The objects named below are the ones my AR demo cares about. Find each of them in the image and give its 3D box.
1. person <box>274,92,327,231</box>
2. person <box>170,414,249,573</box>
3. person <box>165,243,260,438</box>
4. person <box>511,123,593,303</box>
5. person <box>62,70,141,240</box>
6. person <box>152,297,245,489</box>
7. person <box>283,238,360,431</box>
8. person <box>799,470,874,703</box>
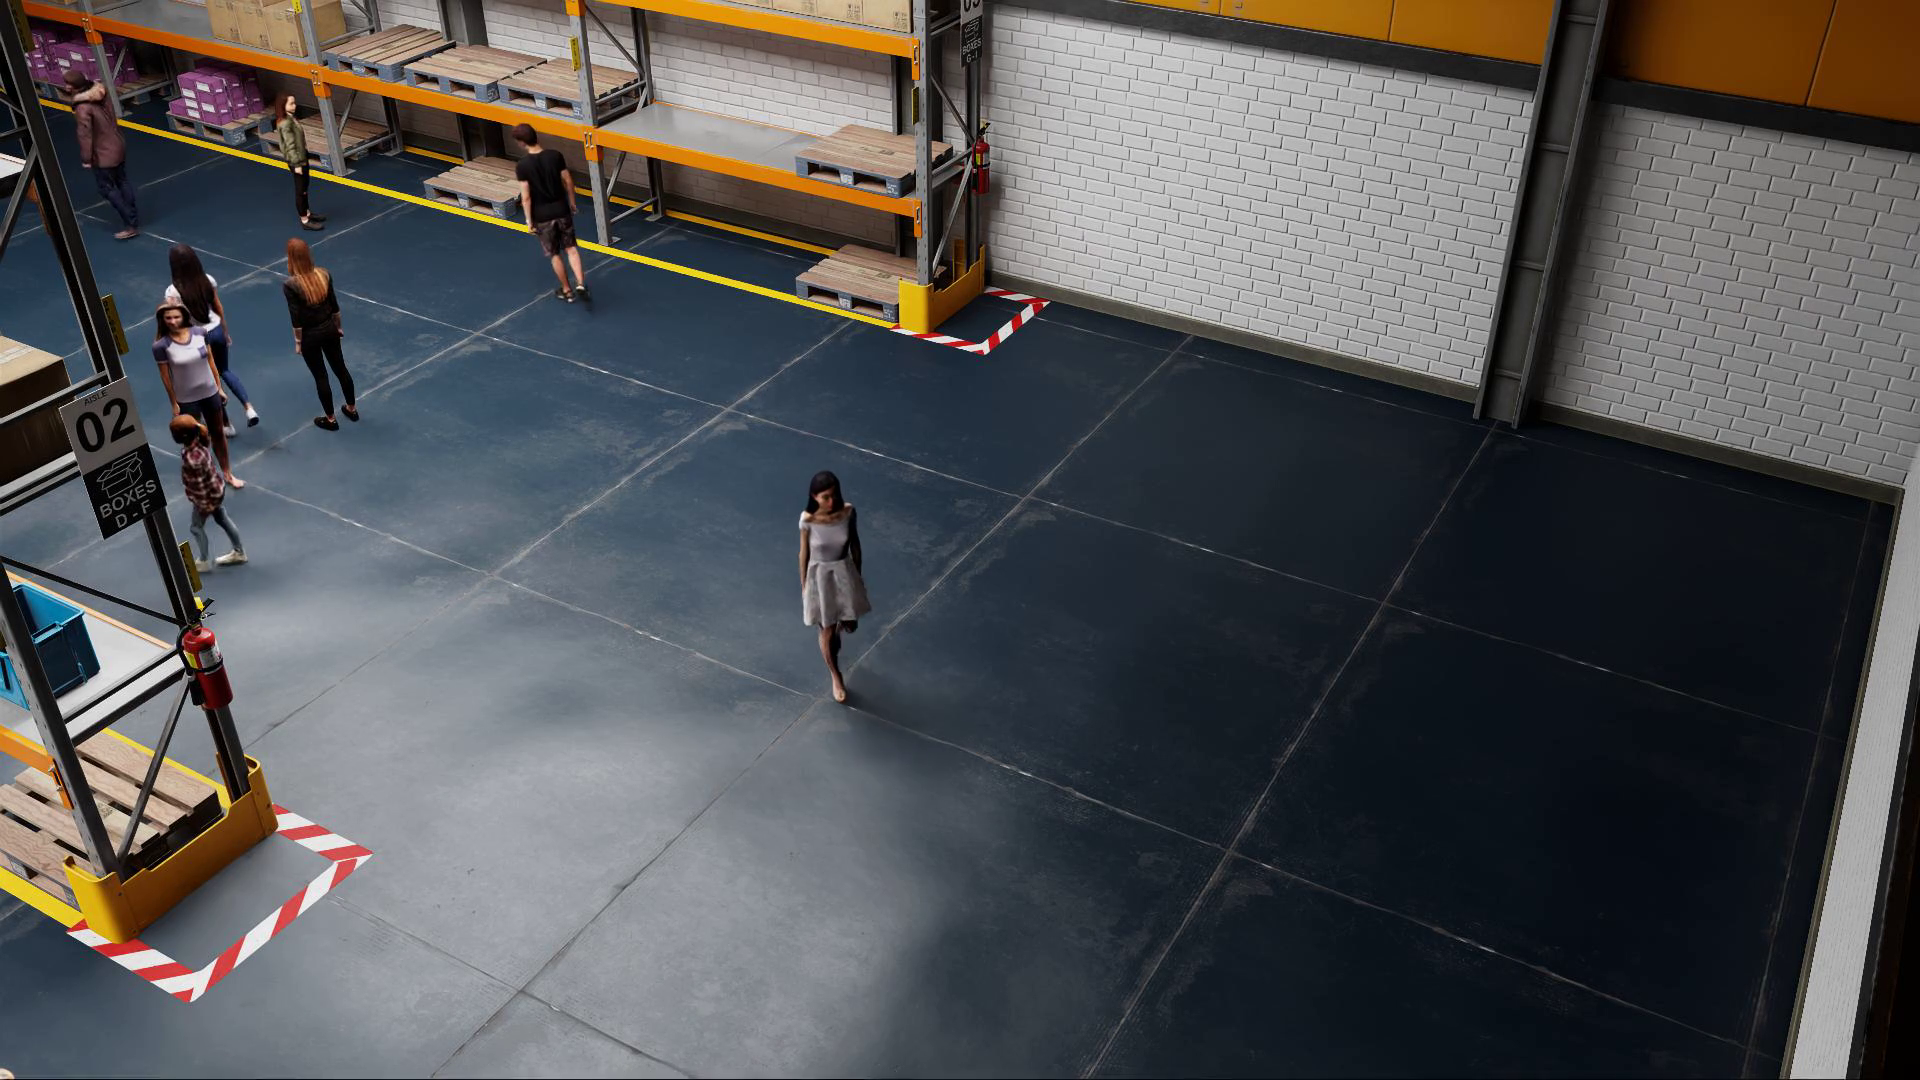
[{"bbox_3d":[-7.122,-4.081,17.863,0.697,1.476,0.655,-5,34,-8],"label":"person"},{"bbox_3d":[-5.567,-0.365,12.438,0.792,1.293,0.718,-5,34,-7],"label":"person"},{"bbox_3d":[-6.254,-1.626,13.911,0.766,1.763,0.602,20,38,27],"label":"person"},{"bbox_3d":[-3.937,-3.113,16.090,0.954,1.827,1.064,-16,37,-22],"label":"person"},{"bbox_3d":[-9.048,-4.151,17.661,0.869,1.817,0.915,10,35,14],"label":"person"},{"bbox_3d":[-6.083,-1.151,13.226,0.647,1.730,0.627,-28,43,-35],"label":"person"},{"bbox_3d":[-5.452,-1.752,14.146,0.567,1.713,0.638,24,41,32],"label":"person"},{"bbox_3d":[-0.883,0.264,11.066,0.898,1.763,0.966,-10,35,-14],"label":"person"}]
